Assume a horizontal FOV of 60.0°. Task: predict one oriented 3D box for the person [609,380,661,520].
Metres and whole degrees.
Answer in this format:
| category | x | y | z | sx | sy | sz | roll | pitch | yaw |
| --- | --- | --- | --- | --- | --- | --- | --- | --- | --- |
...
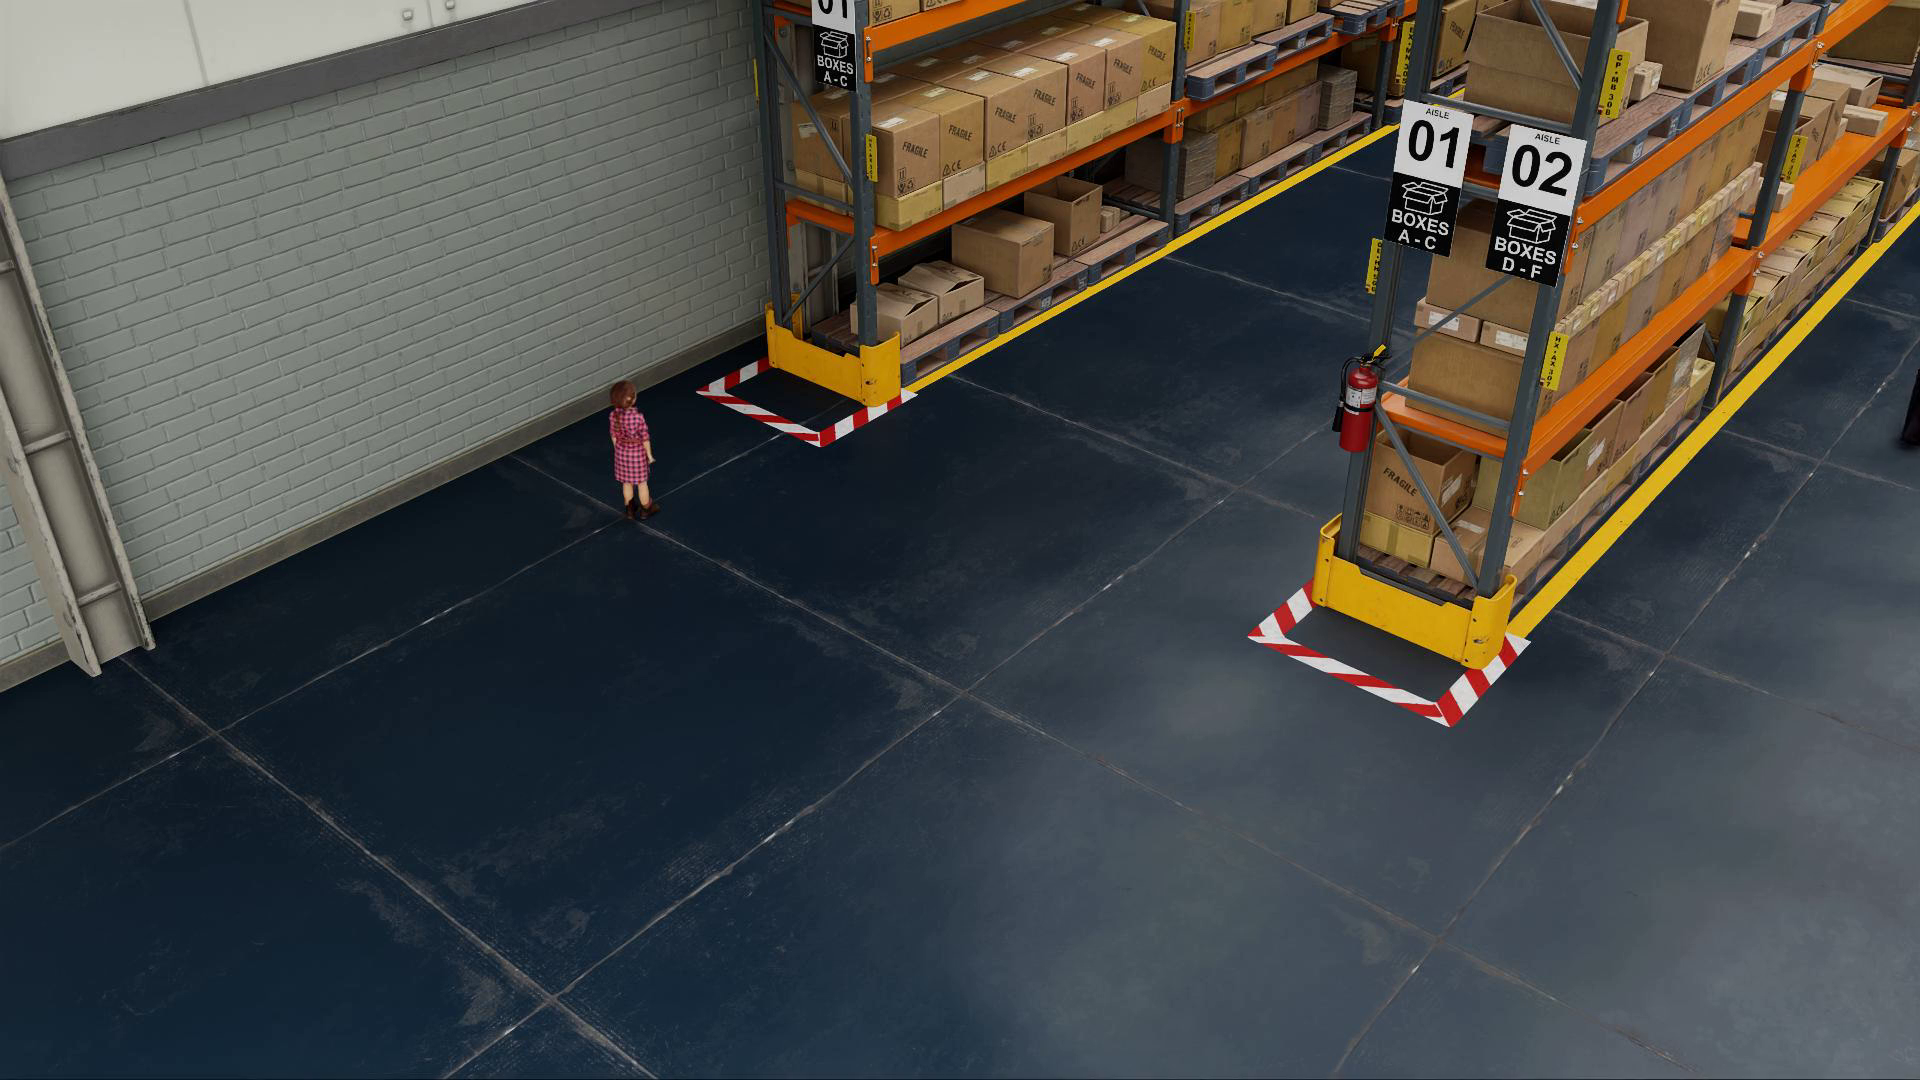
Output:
| category | x | y | z | sx | sy | sz | roll | pitch | yaw |
| --- | --- | --- | --- | --- | --- | --- | --- | --- | --- |
| person | -2.181 | -0.599 | 11.027 | 0.495 | 1.022 | 0.534 | 7 | 34 | 11 |
